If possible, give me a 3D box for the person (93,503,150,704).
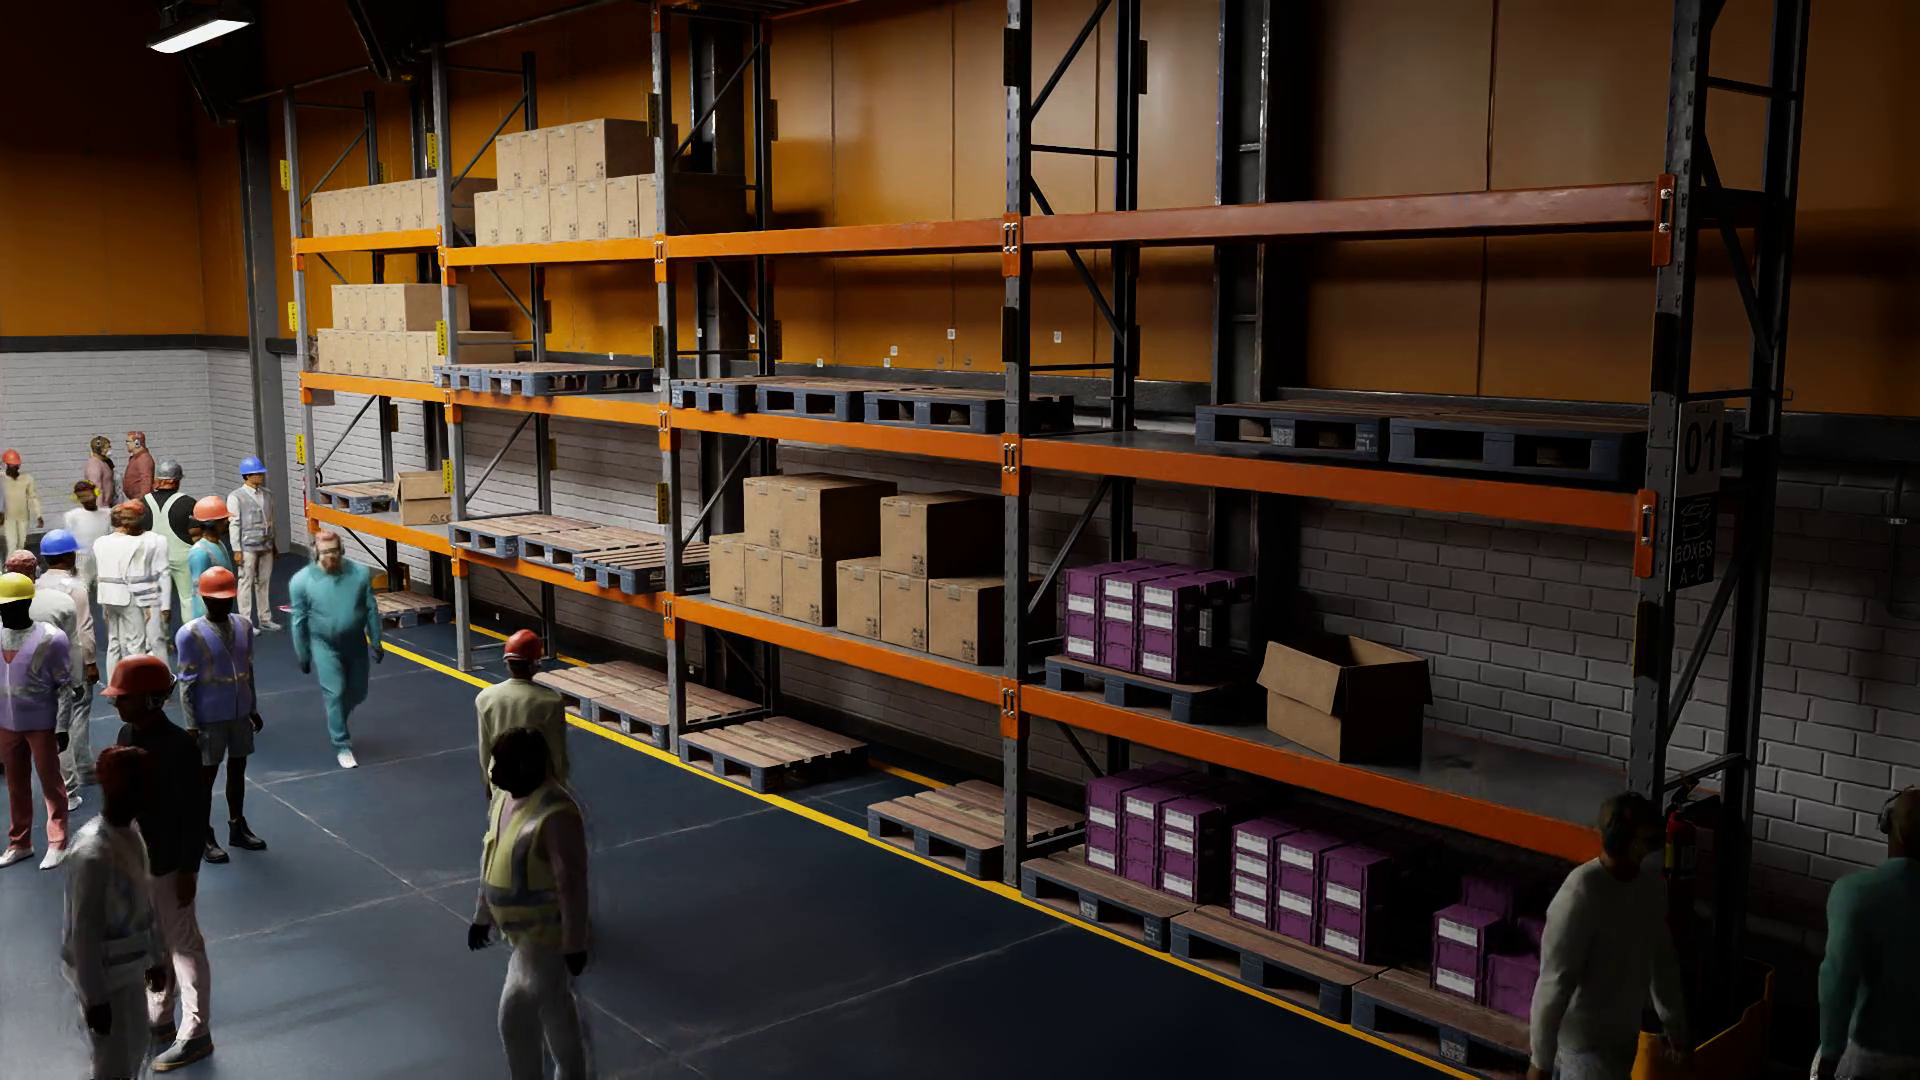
[{"bbox_3d":[-7.532,0.588,14.978,0.565,1.835,0.382,3,9,20],"label":"person"}]

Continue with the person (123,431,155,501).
[{"bbox_3d":[-11.041,-0.515,22.391,0.407,1.908,0.641,-5,10,-31],"label":"person"}]

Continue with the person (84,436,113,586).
[{"bbox_3d":[-11.029,-0.375,21.356,0.367,1.932,0.623,-3,9,-22],"label":"person"}]

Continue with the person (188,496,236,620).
[{"bbox_3d":[-6.146,0.654,13.773,0.356,2.047,0.615,-2,8,-11],"label":"person"}]

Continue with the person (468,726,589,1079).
[{"bbox_3d":[-1.921,1.709,7.253,0.711,1.821,0.633,-5,10,-33],"label":"person"}]

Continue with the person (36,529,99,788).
[{"bbox_3d":[-6.712,0.887,12.495,0.605,1.951,0.381,4,9,25],"label":"person"}]

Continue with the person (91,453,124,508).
[{"bbox_3d":[-11.138,-0.327,21.700,0.493,1.731,0.324,1,8,10],"label":"person"}]

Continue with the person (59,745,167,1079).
[{"bbox_3d":[-3.461,1.765,6.746,0.400,1.856,0.672,-1,8,-10],"label":"person"}]

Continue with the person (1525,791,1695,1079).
[{"bbox_3d":[2.440,1.845,6.029,0.661,1.887,1.002,-7,11,-42],"label":"person"}]

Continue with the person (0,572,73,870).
[{"bbox_3d":[-5.999,1.158,10.686,0.585,1.928,0.370,1,8,6],"label":"person"}]

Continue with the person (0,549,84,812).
[{"bbox_3d":[-6.576,1.014,11.806,0.649,1.902,0.400,-3,9,-22],"label":"person"}]

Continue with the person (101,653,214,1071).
[{"bbox_3d":[-3.843,1.518,7.947,0.611,1.996,0.379,5,10,33],"label":"person"}]

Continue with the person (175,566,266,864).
[{"bbox_3d":[-4.809,1.125,10.882,0.370,1.935,0.552,5,9,29],"label":"person"}]

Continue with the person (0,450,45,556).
[{"bbox_3d":[-12.132,-0.294,21.452,0.759,1.721,0.576,6,10,35],"label":"person"}]

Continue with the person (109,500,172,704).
[{"bbox_3d":[-7.385,0.566,14.985,0.569,1.874,0.344,0,8,0],"label":"person"}]

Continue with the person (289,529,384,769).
[{"bbox_3d":[-4.947,0.825,13.170,0.651,1.878,0.735,-7,10,-39],"label":"person"}]

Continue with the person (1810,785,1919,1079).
[{"bbox_3d":[3.445,1.832,6.175,0.645,1.896,0.815,-1,8,-5],"label":"person"}]

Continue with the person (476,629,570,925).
[{"bbox_3d":[-2.533,1.389,9.737,0.559,1.742,0.354,2,8,12],"label":"person"}]

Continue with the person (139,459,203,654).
[{"bbox_3d":[-8.057,0.181,17.085,0.682,2.000,0.537,0,8,0],"label":"person"}]

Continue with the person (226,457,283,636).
[{"bbox_3d":[-7.716,0.065,18.202,0.385,1.948,0.615,3,9,22],"label":"person"}]
